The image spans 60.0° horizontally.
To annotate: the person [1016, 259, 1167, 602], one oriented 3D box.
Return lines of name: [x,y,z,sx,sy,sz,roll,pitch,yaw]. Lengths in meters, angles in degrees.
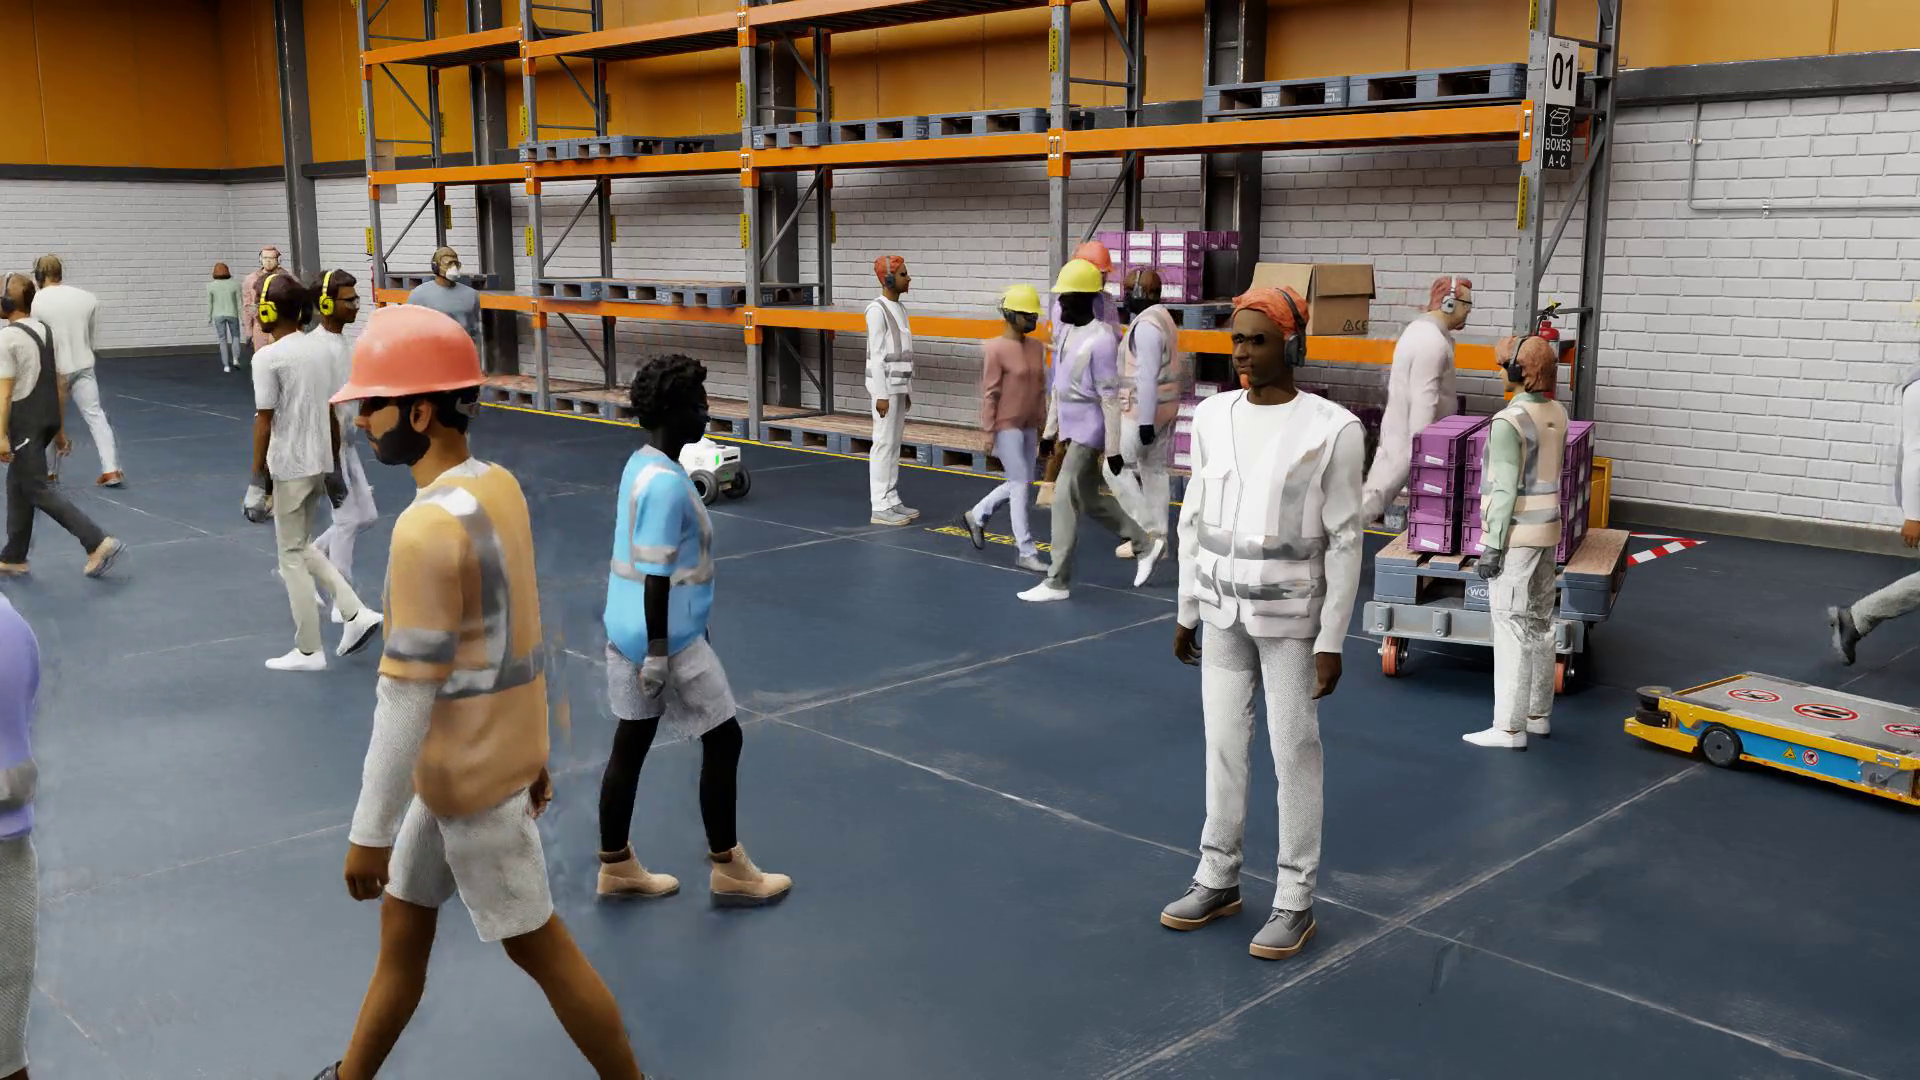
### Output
person: [0.759,-0.607,9.245,0.859,1.901,0.580,-2,11,-13]

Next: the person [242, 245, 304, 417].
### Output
person: [-7.654,-2.322,18.562,0.643,1.912,0.410,-2,11,-11]

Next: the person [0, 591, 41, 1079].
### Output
person: [-1.540,0.642,2.356,0.566,1.922,0.439,3,11,15]

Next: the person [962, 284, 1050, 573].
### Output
person: [0.276,-0.693,10.143,0.736,1.734,0.558,8,13,39]

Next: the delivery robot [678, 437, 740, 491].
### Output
delivery robot: [-2.037,-0.616,12.700,0.707,0.478,0.477,6,12,27]

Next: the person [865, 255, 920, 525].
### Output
person: [-0.481,-1.053,11.713,0.351,1.884,0.582,3,11,14]

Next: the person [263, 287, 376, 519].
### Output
person: [-4.715,-0.989,11.992,0.894,1.641,0.542,-6,12,-29]

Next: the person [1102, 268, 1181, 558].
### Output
person: [1.128,-0.782,10.400,0.481,1.818,0.639,3,11,17]

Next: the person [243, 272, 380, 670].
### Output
person: [-3.047,-0.294,7.657,0.423,1.856,0.530,2,11,11]

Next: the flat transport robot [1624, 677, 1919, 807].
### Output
flat transport robot: [3.334,0.756,6.252,0.652,0.197,1.431,-7,13,-35]

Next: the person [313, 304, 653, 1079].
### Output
person: [-1.085,0.464,3.447,1.010,1.879,0.569,-1,10,-5]

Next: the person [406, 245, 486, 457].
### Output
person: [-4.044,-1.351,13.189,0.372,1.940,0.631,8,13,38]

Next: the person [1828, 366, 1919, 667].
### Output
person: [4.241,-0.192,7.286,0.599,1.796,0.751,-8,13,-36]

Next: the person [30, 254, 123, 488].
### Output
person: [-7.182,-1.346,13.362,1.064,1.887,0.641,6,12,31]

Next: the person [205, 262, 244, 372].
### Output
person: [-10.924,-3.311,24.738,0.529,1.614,0.440,-5,12,-26]

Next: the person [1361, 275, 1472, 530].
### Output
person: [2.449,-0.566,9.271,1.120,1.824,0.662,2,11,11]

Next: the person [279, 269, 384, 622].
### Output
person: [-3.295,-0.471,8.645,0.494,1.855,0.520,0,10,-2]

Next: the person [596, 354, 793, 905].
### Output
person: [-0.801,0.280,4.997,0.693,1.669,0.543,-4,11,-21]

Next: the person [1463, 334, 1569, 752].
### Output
person: [2.210,0.014,6.566,0.310,1.638,0.522,10,14,43]

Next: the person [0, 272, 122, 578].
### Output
person: [-5.414,-0.661,9.779,0.866,1.817,0.522,0,10,0]

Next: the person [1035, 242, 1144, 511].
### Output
person: [0.952,-1.123,11.857,1.090,1.961,0.625,7,12,33]

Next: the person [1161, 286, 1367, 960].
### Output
person: [0.848,0.232,4.713,0.574,1.883,0.355,10,14,42]
